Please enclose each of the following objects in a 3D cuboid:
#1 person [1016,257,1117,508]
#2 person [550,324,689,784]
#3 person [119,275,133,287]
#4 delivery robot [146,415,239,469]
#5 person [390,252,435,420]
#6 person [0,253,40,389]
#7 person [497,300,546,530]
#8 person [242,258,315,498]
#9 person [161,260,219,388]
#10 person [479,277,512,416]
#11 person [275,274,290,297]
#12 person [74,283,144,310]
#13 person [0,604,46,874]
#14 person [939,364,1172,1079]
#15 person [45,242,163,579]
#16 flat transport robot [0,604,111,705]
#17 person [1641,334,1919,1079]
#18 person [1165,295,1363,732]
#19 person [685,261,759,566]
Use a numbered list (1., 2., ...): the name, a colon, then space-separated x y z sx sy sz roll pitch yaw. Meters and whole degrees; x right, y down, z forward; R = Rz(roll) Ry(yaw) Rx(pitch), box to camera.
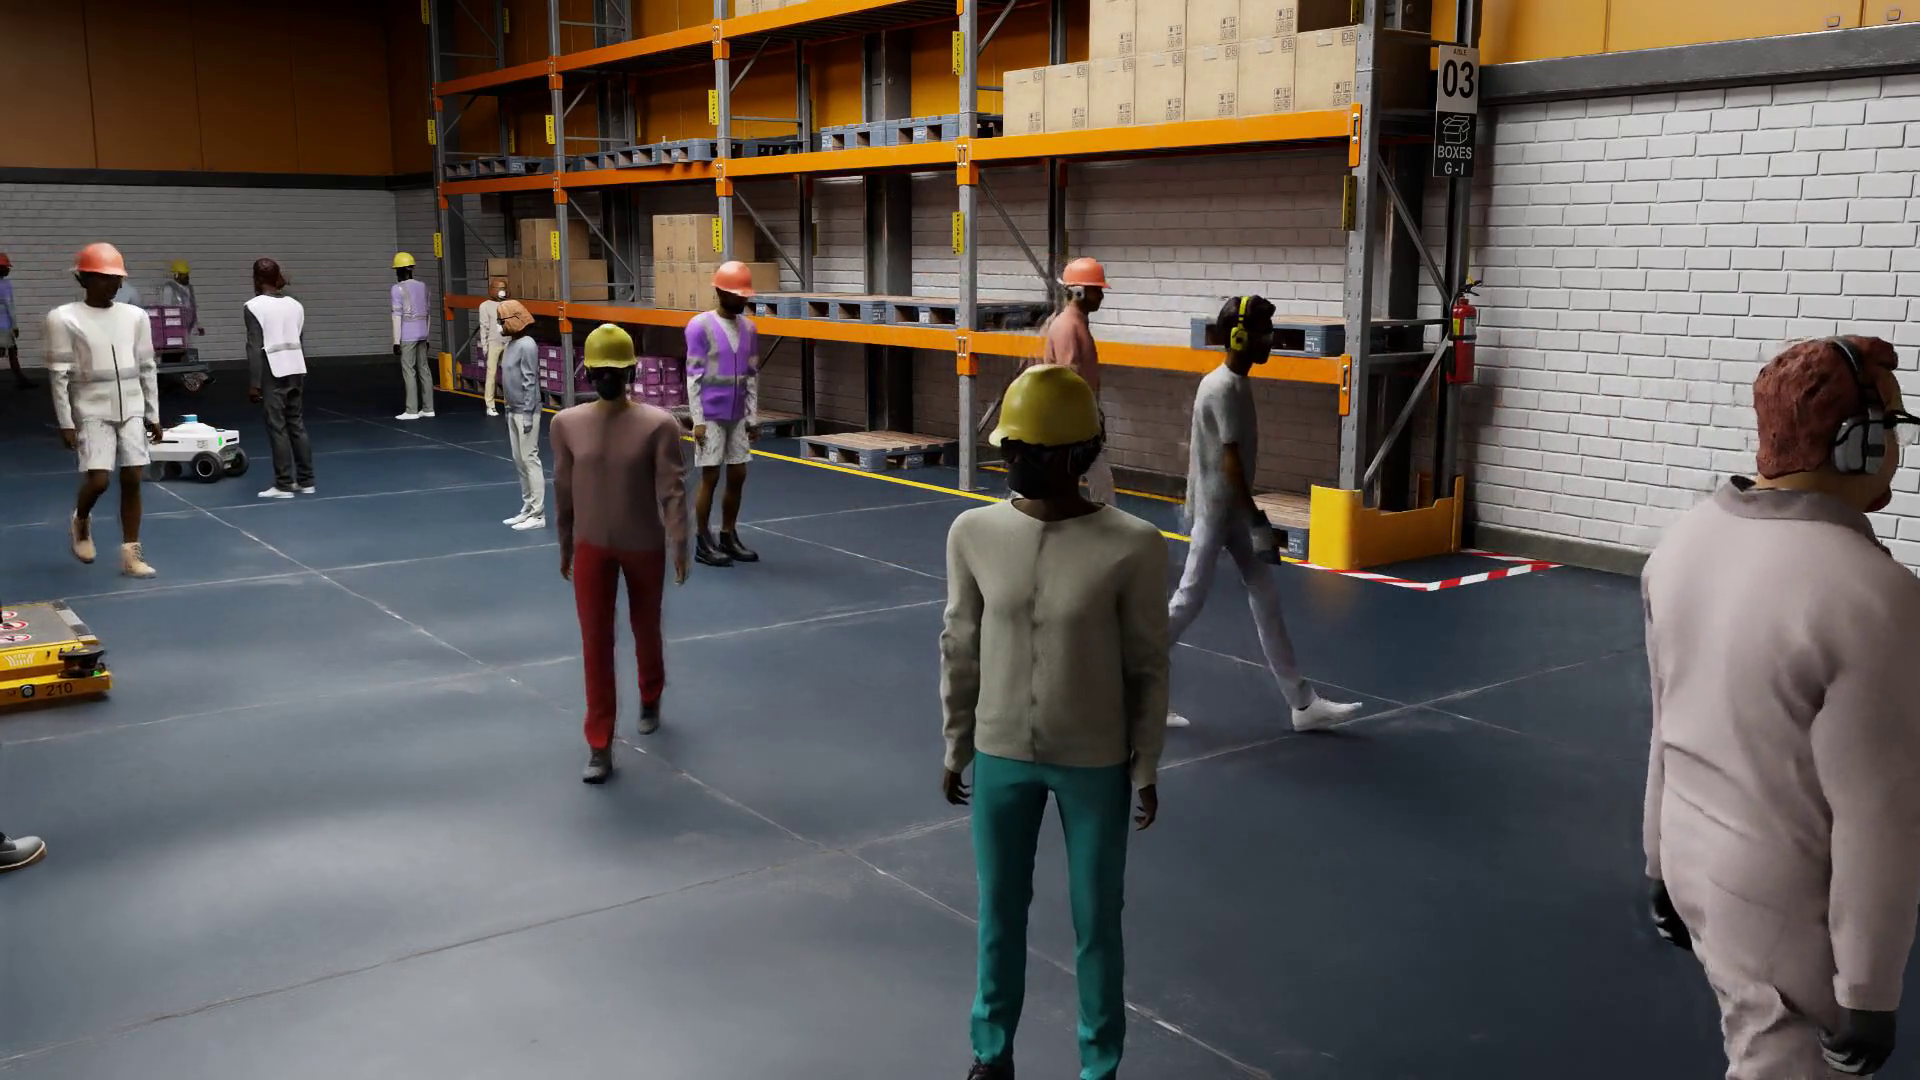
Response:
1. person: 0.651 -0.722 10.038 1.038 1.946 0.627 4 11 19
2. person: -1.331 0.007 6.552 0.537 1.719 0.927 0 10 -2
3. person: -10.481 -2.573 20.469 0.411 1.911 0.643 6 12 30
4. delivery robot: -6.564 -0.828 14.227 0.707 0.478 0.477 1 10 5
5. person: -6.336 -2.345 19.173 0.396 1.918 0.588 4 11 23
6. person: -13.184 -2.975 22.768 0.558 1.904 0.954 6 12 32
7. person: -3.142 -0.892 11.857 0.298 1.623 0.503 -7 12 -33
8. person: -5.442 -1.287 13.309 0.426 1.904 0.594 4 11 20
9. person: -10.795 -2.998 23.217 0.897 1.776 0.620 1 10 5
10. person: -5.419 -2.278 19.620 0.495 1.626 0.285 -10 14 -44
11. person: -9.829 -3.028 23.855 0.761 1.597 0.521 1 10 3
12. person: -8.660 -1.927 16.896 0.633 1.887 1.003 -1 10 -5
13. person: -3.288 0.101 5.253 0.617 1.994 0.381 3 11 17
14. person: 0.202 0.488 3.732 0.527 1.765 0.328 3 11 19
15. person: -5.168 -0.775 10.065 0.608 2.029 0.613 8 13 37
16. flat transport robot: -4.460 0.512 7.777 0.652 0.197 1.431 -7 12 -35
17. person: 1.330 0.598 2.792 0.813 1.882 0.645 -1 10 -5
18. person: 1.140 -0.087 6.839 1.011 1.811 0.506 4 11 23
19. person: -1.453 -0.784 10.441 0.446 1.908 0.560 8 13 39
